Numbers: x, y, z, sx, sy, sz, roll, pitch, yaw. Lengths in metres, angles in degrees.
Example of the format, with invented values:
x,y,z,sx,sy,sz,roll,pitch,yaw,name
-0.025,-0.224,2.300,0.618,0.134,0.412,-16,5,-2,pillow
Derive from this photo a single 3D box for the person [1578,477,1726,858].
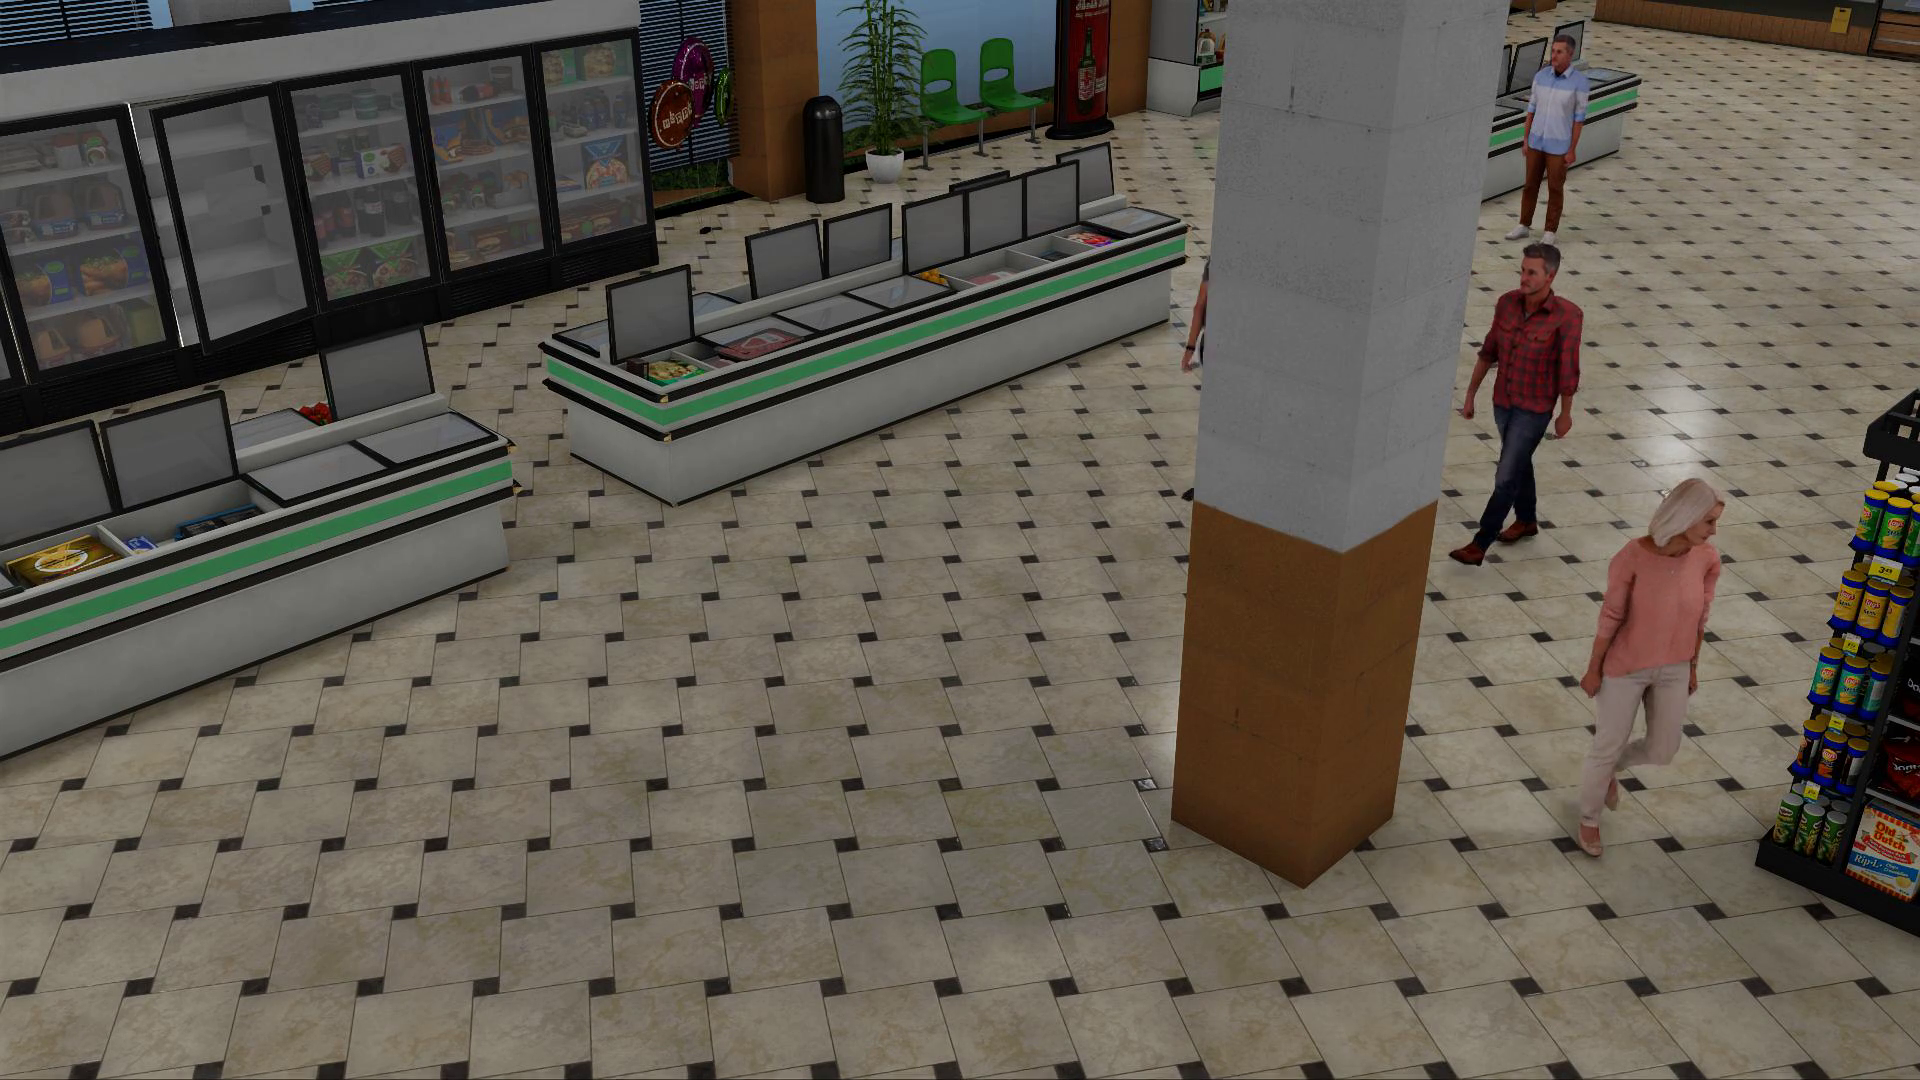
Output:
x,y,z,sx,sy,sz,roll,pitch,yaw,name
2.813,0.482,6.889,0.795,1.709,0.857,0,27,0,person

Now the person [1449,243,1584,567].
x,y,z,sx,sy,sz,roll,pitch,yaw,name
3.198,-0.767,9.254,1.177,1.798,0.889,-16,31,-29,person

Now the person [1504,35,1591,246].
x,y,z,sx,sy,sz,roll,pitch,yaw,name
5.208,-3.519,14.649,0.530,1.825,0.676,-24,36,-39,person
